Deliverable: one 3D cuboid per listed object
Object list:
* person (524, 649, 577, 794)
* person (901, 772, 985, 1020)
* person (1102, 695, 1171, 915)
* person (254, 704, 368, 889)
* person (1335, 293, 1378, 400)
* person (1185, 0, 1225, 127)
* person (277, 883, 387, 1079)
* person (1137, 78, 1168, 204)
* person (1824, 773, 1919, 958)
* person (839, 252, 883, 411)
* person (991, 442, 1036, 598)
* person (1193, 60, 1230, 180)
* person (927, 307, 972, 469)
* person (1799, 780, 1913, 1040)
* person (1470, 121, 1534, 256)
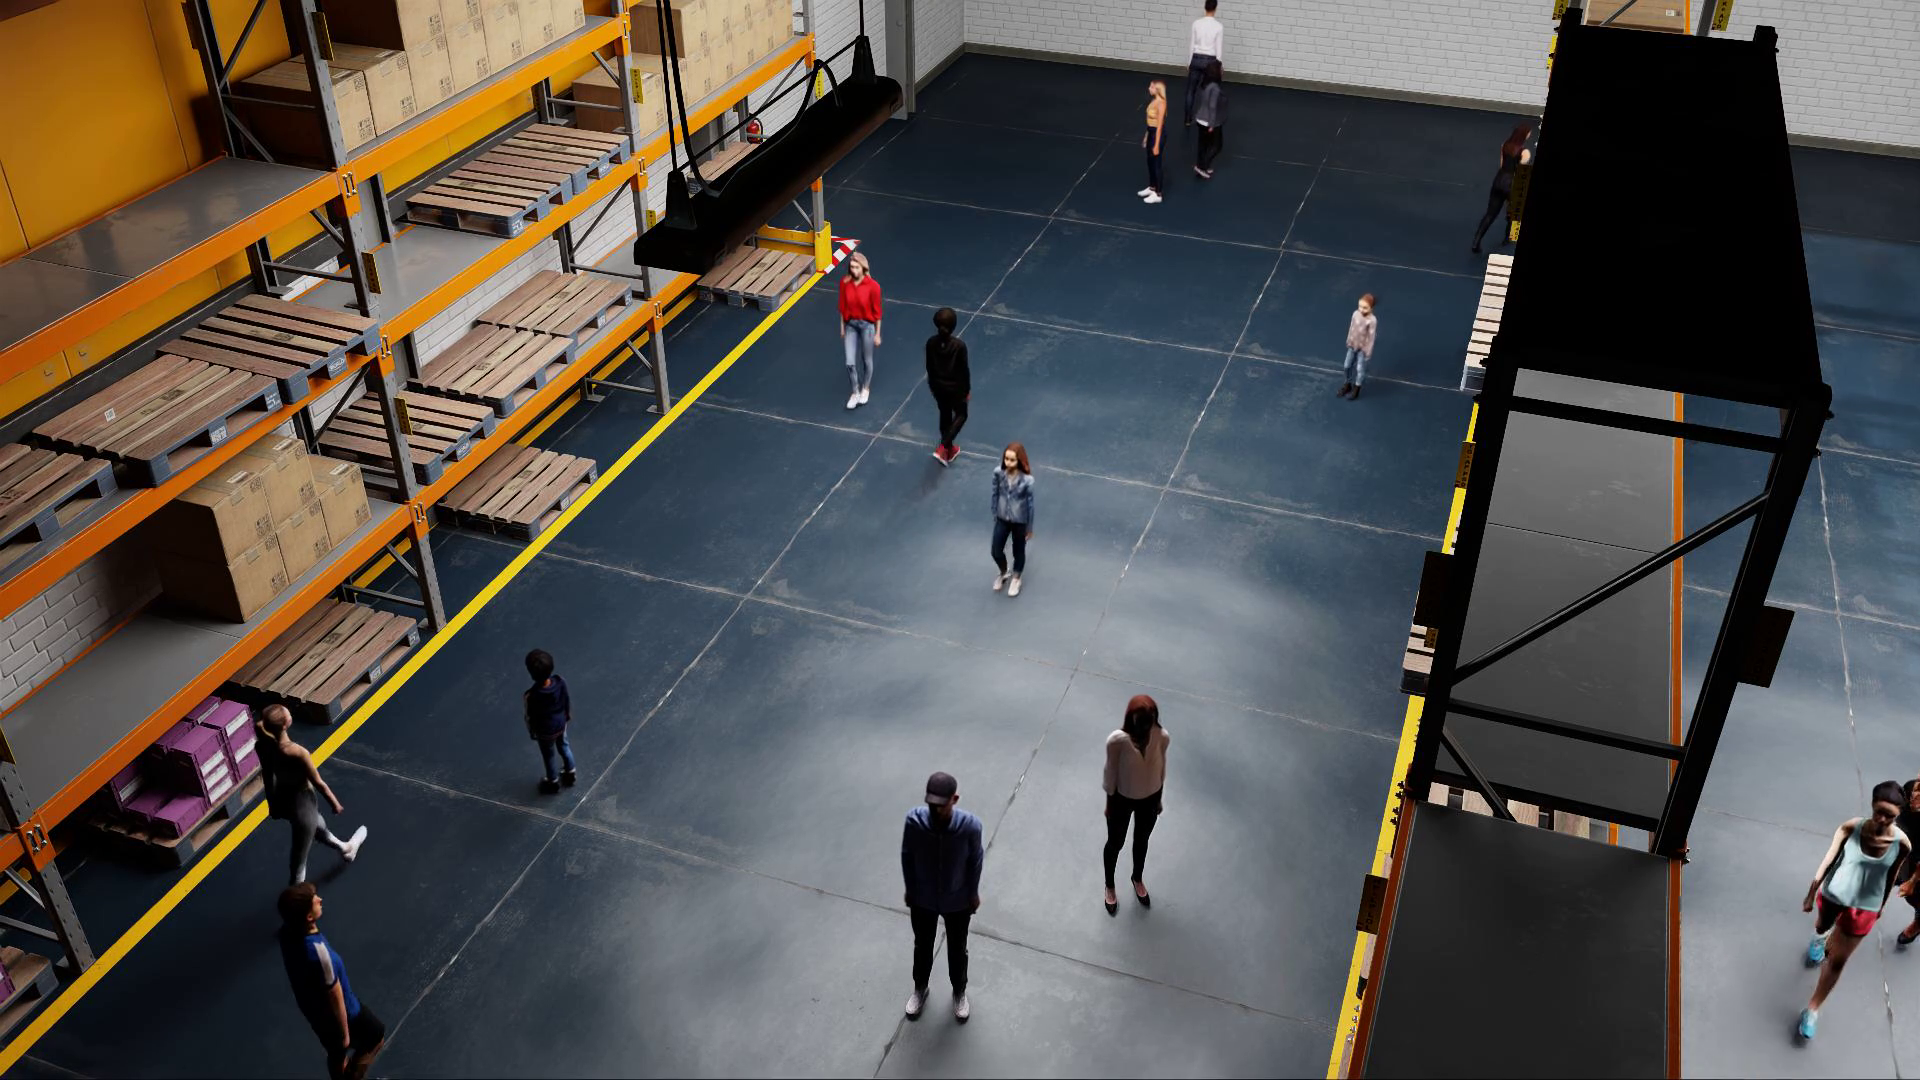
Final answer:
[{"bbox_3d":[-3.011,1.324,12.186,0.640,1.220,0.523,28,43,35],"label":"person"},{"bbox_3d":[-0.116,2.182,10.291,0.711,1.888,0.660,3,34,4],"label":"person"},{"bbox_3d":[1.155,1.741,11.070,0.667,1.761,0.690,-9,35,-13],"label":"person"},{"bbox_3d":[-4.436,1.846,11.008,0.601,1.655,1.104,12,36,18],"label":"person"},{"bbox_3d":[4.185,-2.031,17.263,0.632,1.187,0.597,-25,41,-32],"label":"person"},{"bbox_3d":[3.505,-6.863,23.926,0.632,1.860,0.600,10,35,14],"label":"person"},{"bbox_3d":[-3.684,2.714,9.526,0.758,1.851,0.822,23,40,31],"label":"person"},{"bbox_3d":[2.554,-5.219,21.662,0.707,1.628,0.602,-5,34,-8],"label":"person"},{"bbox_3d":[6.148,2.070,10.689,1.035,1.635,1.031,-10,35,-15],"label":"person"},{"bbox_3d":[-0.996,-2.197,17.054,0.678,1.695,0.702,7,34,10],"label":"person"},{"bbox_3d":[0.484,-0.209,14.269,0.560,1.468,0.530,12,35,17],"label":"person"},{"bbox_3d":[3.273,-5.618,22.302,0.908,1.585,0.845,-12,36,-18],"label":"person"},{"bbox_3d":[-0.129,-1.419,15.914,0.649,1.662,0.838,15,37,22],"label":"person"},{"bbox_3d":[5.561,2.200,10.414,0.741,1.723,1.241,18,37,24],"label":"person"},{"bbox_3d":[6.574,-4.231,20.155,1.221,1.650,0.984,-26,42,-34],"label":"person"}]
